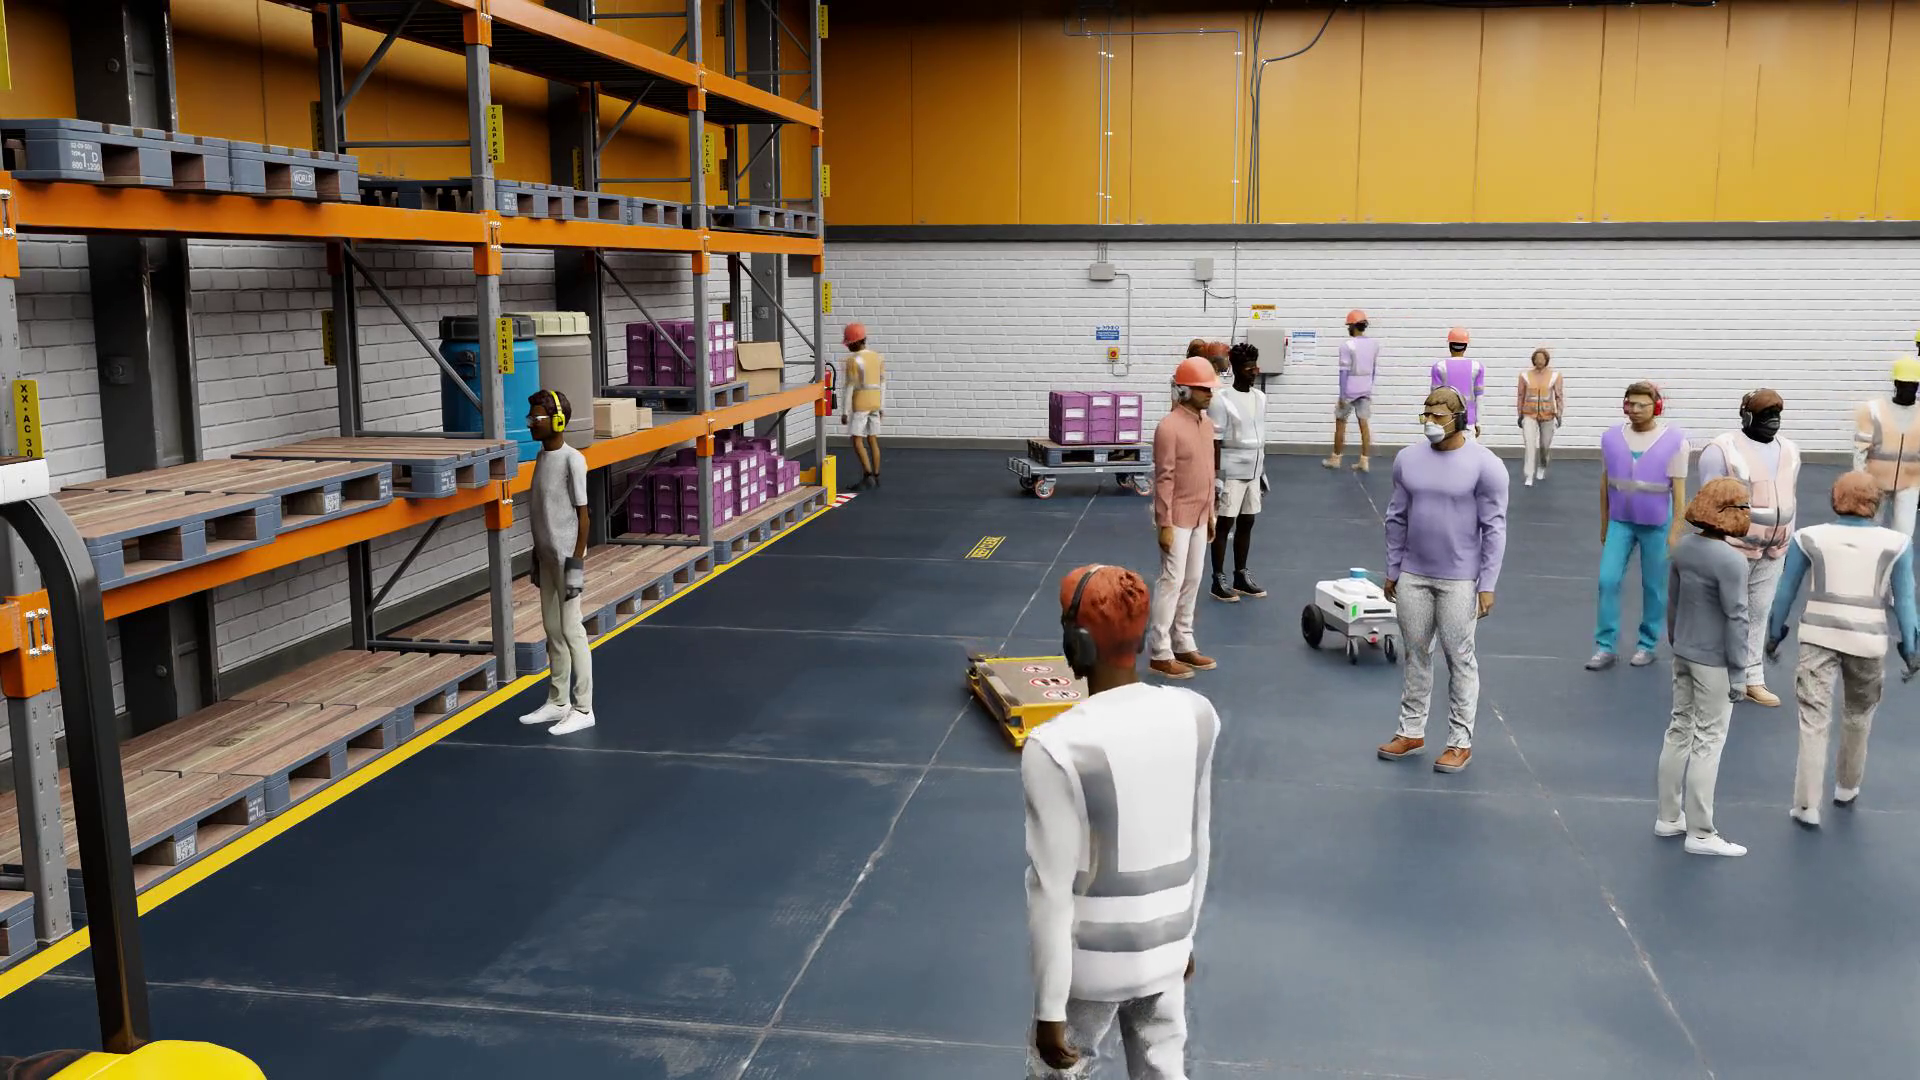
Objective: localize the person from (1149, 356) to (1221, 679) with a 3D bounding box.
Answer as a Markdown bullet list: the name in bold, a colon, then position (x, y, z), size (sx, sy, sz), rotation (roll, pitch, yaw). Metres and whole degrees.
- **person**: position (1.410, -0.140, 10.288), size (0.406, 1.986, 0.621), rotation (7, 11, 36)

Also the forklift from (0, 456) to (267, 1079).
- **forklift**: position (-2.328, 0.975, 2.765), size (2.313, 2.155, 1.214), rotation (1, 9, 9)

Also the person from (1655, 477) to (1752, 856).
- **person**: position (3.238, 0.535, 7.198), size (0.266, 1.632, 0.509), rotation (-1, 9, -6)

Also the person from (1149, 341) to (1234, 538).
- **person**: position (2.199, -0.928, 15.566), size (0.708, 1.860, 0.596), rotation (2, 9, 10)

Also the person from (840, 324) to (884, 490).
- **person**: position (-1.069, -1.513, 19.068), size (0.453, 1.906, 0.619), rotation (7, 12, 38)

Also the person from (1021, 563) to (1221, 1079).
- **person**: position (0.414, 0.977, 3.815), size (0.574, 1.853, 0.859), rotation (-7, 11, -36)

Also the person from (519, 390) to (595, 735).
- **person**: position (-2.202, 0.118, 9.049), size (0.329, 1.872, 0.510), rotation (-8, 12, -41)

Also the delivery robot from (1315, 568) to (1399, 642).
- **delivery robot**: position (2.597, 0.428, 10.892), size (0.477, 0.478, 0.707), rotation (-1, 9, -8)

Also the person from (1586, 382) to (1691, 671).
- **person**: position (4.222, -0.075, 10.382), size (0.587, 1.814, 0.756), rotation (8, 12, 41)

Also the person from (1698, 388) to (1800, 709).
- **person**: position (4.532, 0.052, 9.542), size (0.619, 1.845, 0.430), rotation (-2, 9, -13)

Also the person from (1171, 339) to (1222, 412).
- **person**: position (2.312, -1.044, 16.291), size (0.507, 1.846, 0.343), rotation (3, 10, 19)

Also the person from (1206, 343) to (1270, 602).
- **person**: position (2.129, -0.518, 12.670), size (0.613, 1.964, 0.361), rotation (-8, 12, -39)

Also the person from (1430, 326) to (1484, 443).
- **person**: position (5.131, -1.244, 17.233), size (0.542, 1.939, 0.364), rotation (1, 9, 7)

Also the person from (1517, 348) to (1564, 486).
- **person**: position (6.836, -1.465, 19.607), size (0.517, 1.617, 0.750), rotation (3, 10, 20)

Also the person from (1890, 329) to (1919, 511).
- **person**: position (10.048, -1.270, 17.428), size (0.373, 1.928, 0.584), rotation (-2, 9, -13)

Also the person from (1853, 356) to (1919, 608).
- **person**: position (7.023, -0.448, 12.530), size (0.586, 1.886, 0.984), rotation (3, 10, 19)

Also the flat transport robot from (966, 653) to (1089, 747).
- **flat transport robot**: position (0.480, 0.869, 9.331), size (0.652, 0.197, 1.431), rotation (-2, 9, -10)

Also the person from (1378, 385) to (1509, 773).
- **person**: position (2.416, 0.191, 8.381), size (0.359, 1.938, 0.635), rotation (-9, 13, -43)

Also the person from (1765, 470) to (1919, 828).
- **person**: position (4.035, 0.480, 7.621), size (0.613, 1.602, 0.790), rotation (5, 10, 26)

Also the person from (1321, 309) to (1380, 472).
- **person**: position (4.913, -1.870, 20.870), size (0.625, 2.032, 0.666), rotation (-4, 10, -24)
